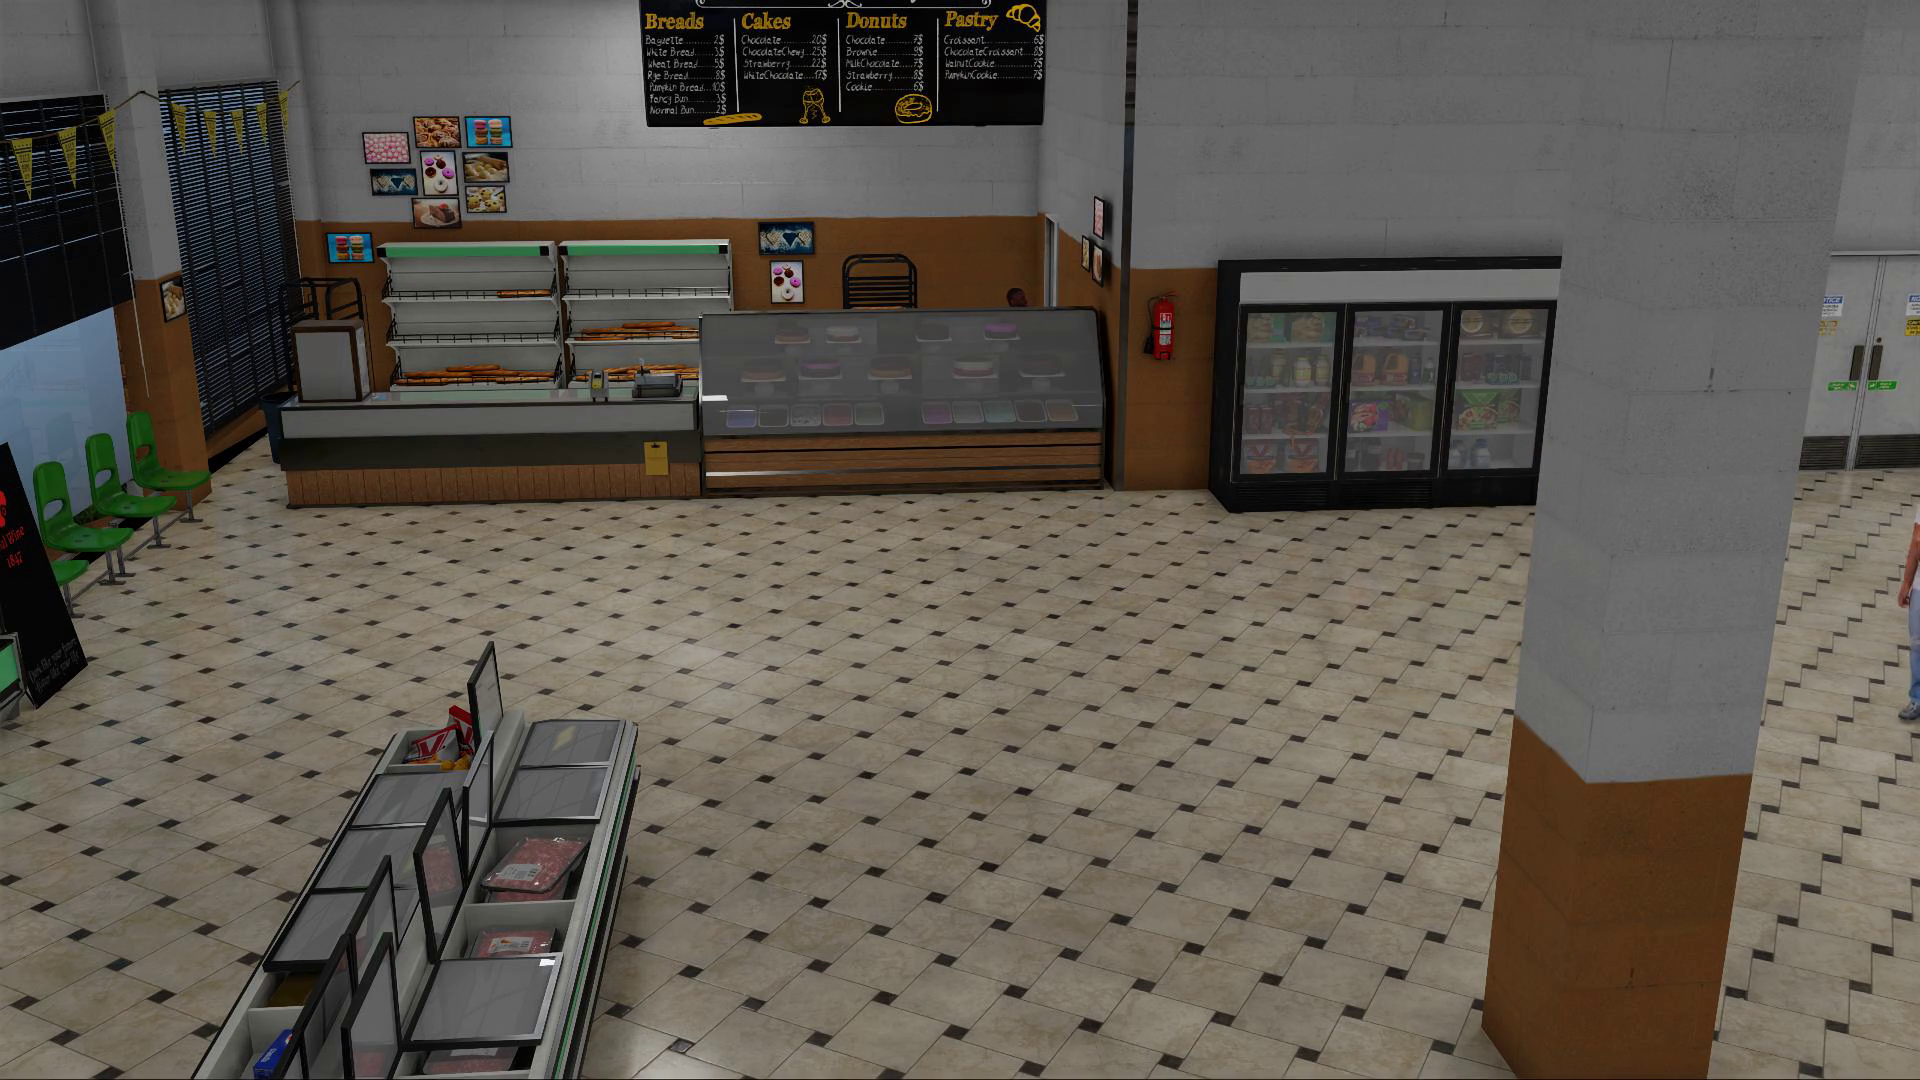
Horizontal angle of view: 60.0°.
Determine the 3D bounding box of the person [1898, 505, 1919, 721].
[{"bbox_3d":[6.507,0.301,10.922,0.876,1.852,0.790,-12,21,-35],"label":"person"}]
